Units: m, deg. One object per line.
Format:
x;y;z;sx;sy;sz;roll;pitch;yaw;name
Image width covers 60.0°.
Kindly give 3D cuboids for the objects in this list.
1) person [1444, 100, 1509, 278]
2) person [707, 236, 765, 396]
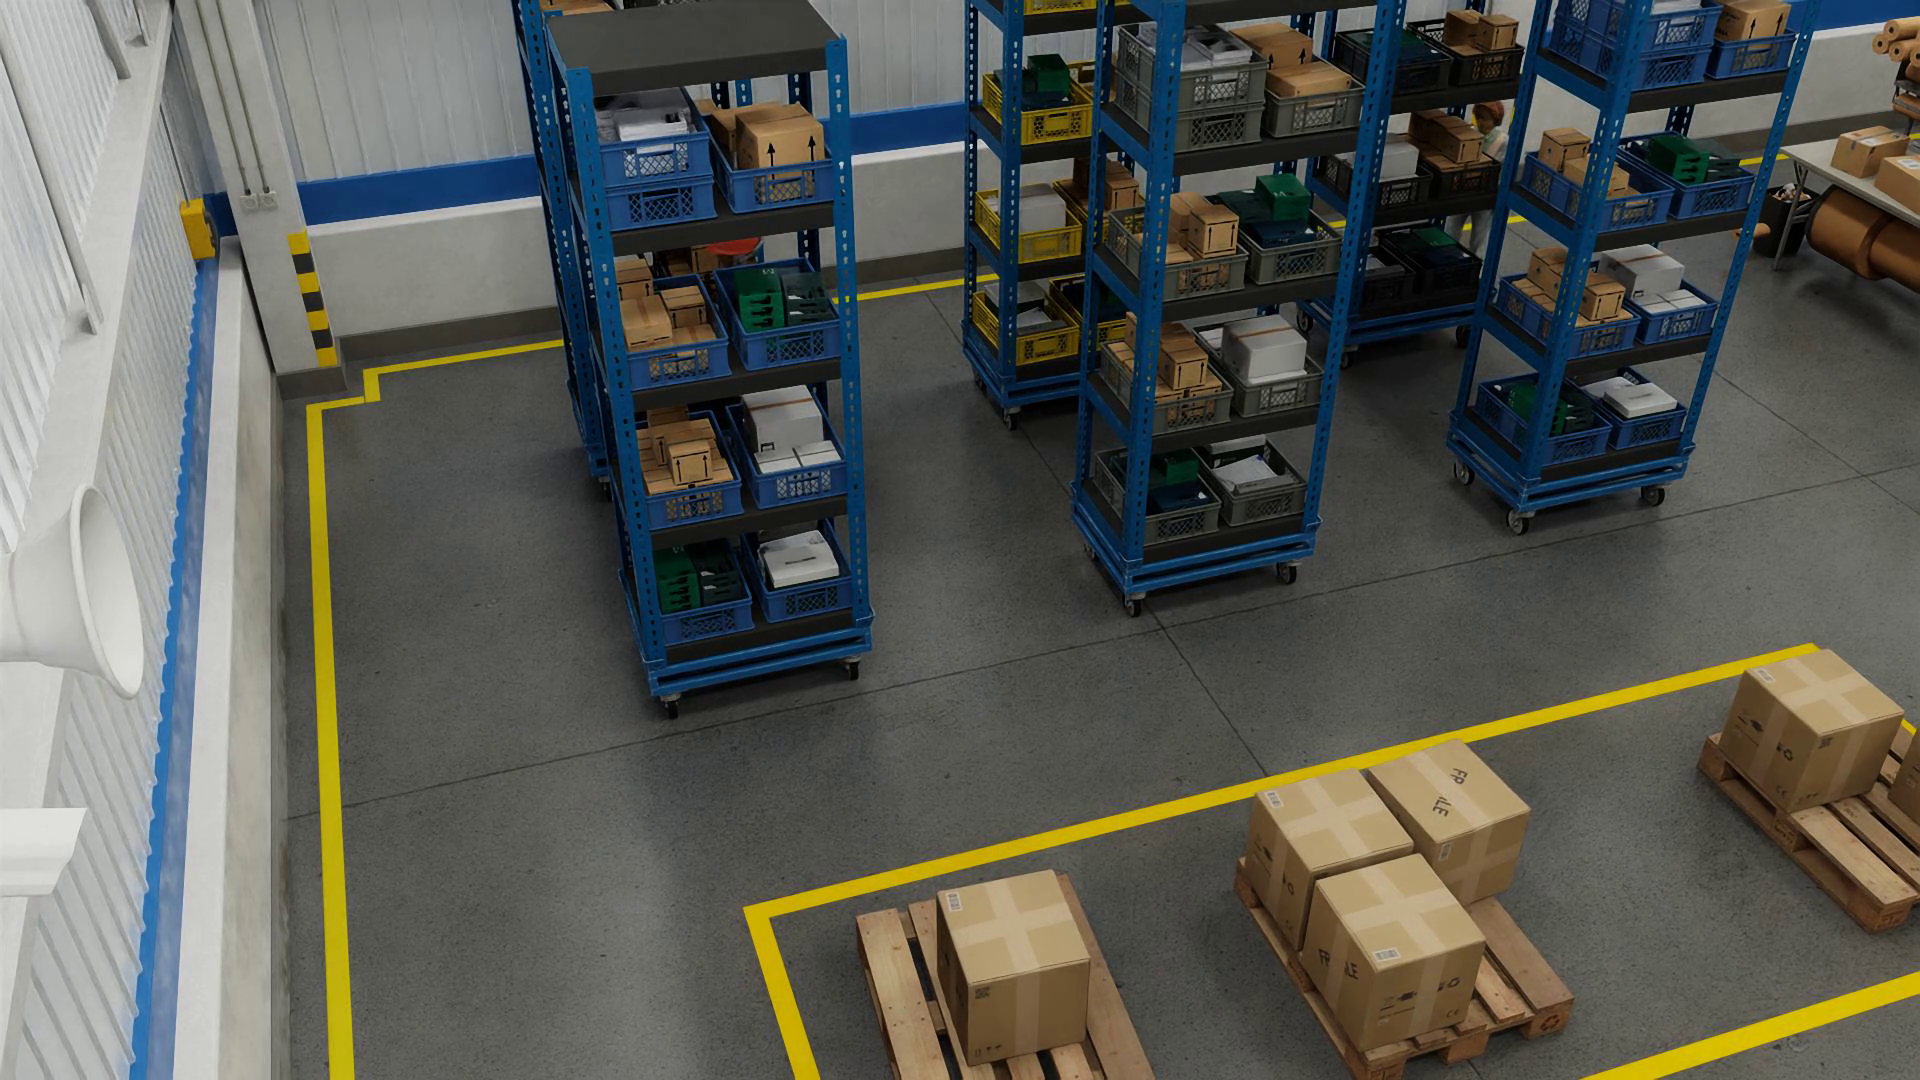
3.822;-2.515;12.417;0.523;1.638;0.310;21;40;27;person
-1.242;-1.018;9.994;0.392;1.991;0.613;-14;37;-18;person
